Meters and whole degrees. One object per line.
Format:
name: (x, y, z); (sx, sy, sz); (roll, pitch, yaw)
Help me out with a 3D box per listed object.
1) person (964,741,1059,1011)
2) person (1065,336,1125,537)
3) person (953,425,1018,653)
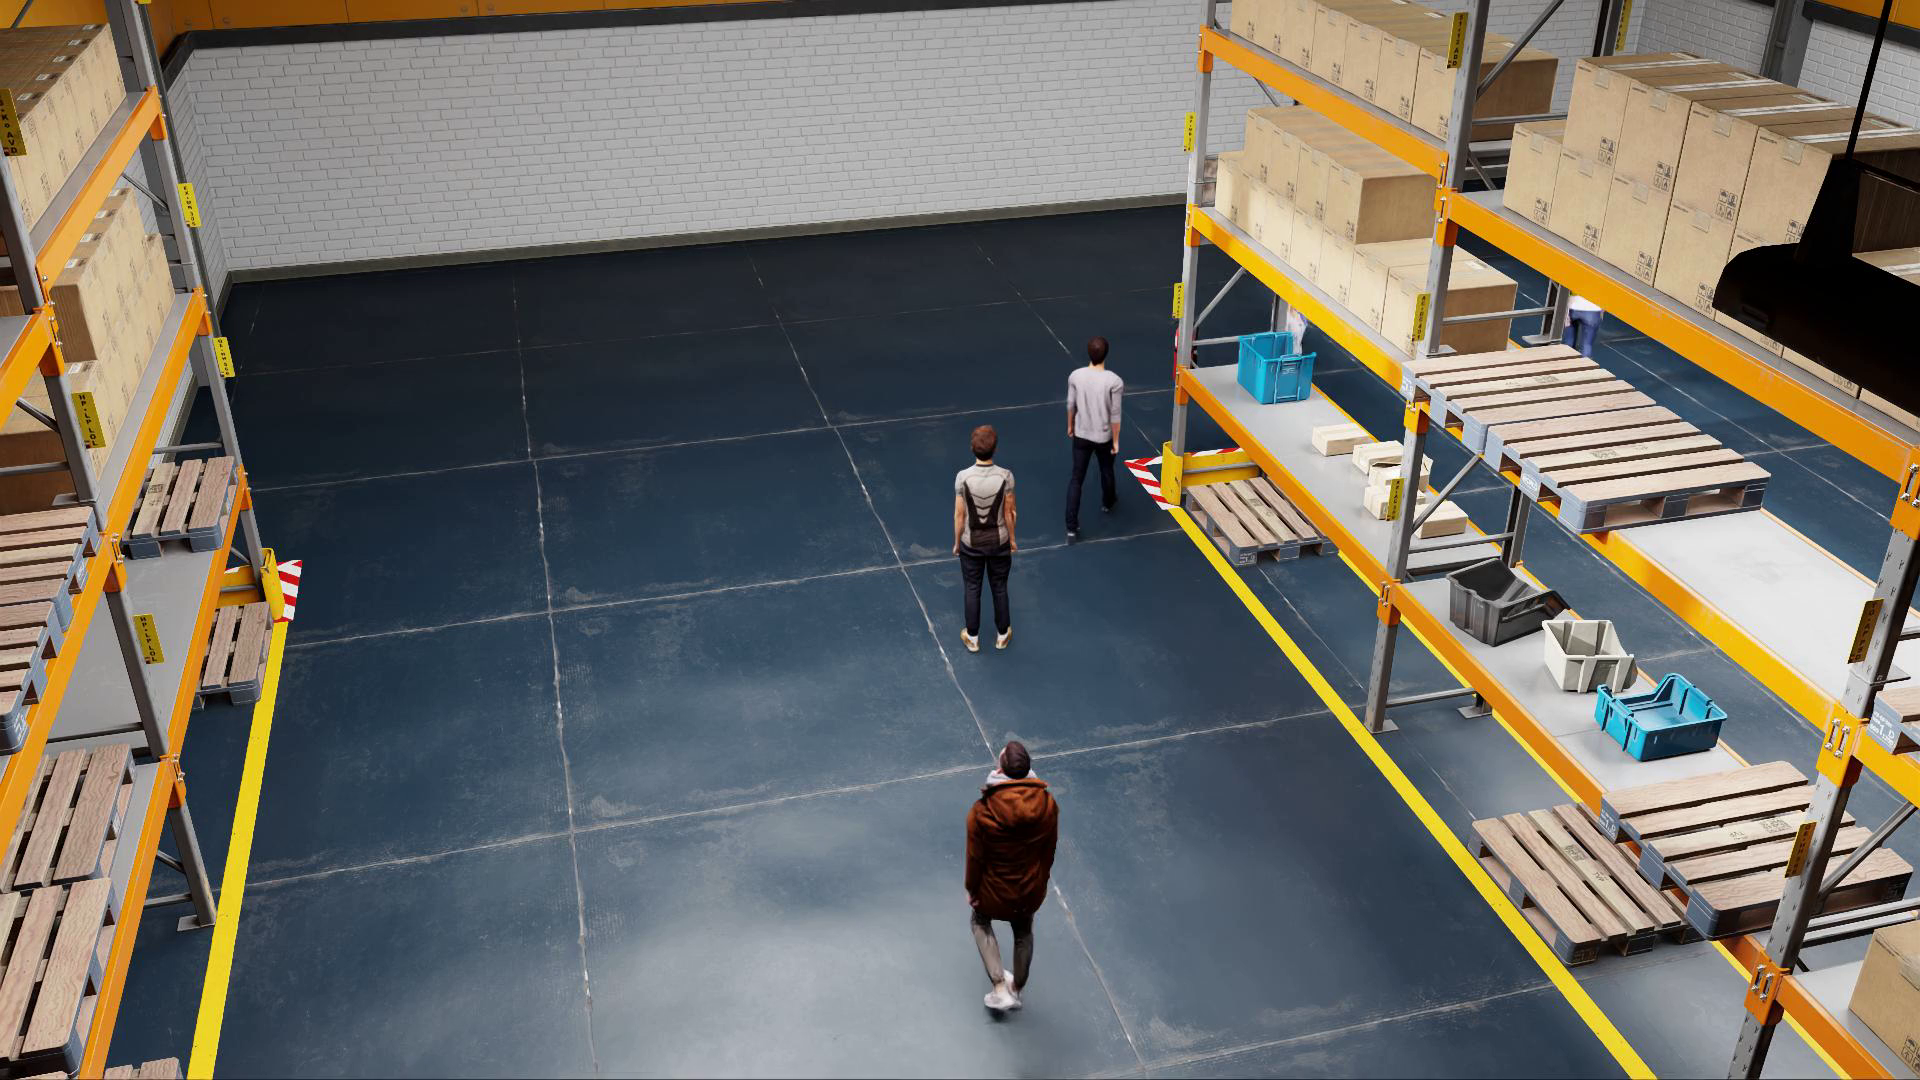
person: (0.304, 1.973, 9.383); (0.710, 1.829, 0.704); (-9, 30, -15)
person: (1.135, -0.875, 14.641); (1.073, 1.794, 1.256); (9, 30, 16)
person: (0.195, -0.001, 12.935); (0.699, 1.892, 0.607); (-2, 29, -3)
